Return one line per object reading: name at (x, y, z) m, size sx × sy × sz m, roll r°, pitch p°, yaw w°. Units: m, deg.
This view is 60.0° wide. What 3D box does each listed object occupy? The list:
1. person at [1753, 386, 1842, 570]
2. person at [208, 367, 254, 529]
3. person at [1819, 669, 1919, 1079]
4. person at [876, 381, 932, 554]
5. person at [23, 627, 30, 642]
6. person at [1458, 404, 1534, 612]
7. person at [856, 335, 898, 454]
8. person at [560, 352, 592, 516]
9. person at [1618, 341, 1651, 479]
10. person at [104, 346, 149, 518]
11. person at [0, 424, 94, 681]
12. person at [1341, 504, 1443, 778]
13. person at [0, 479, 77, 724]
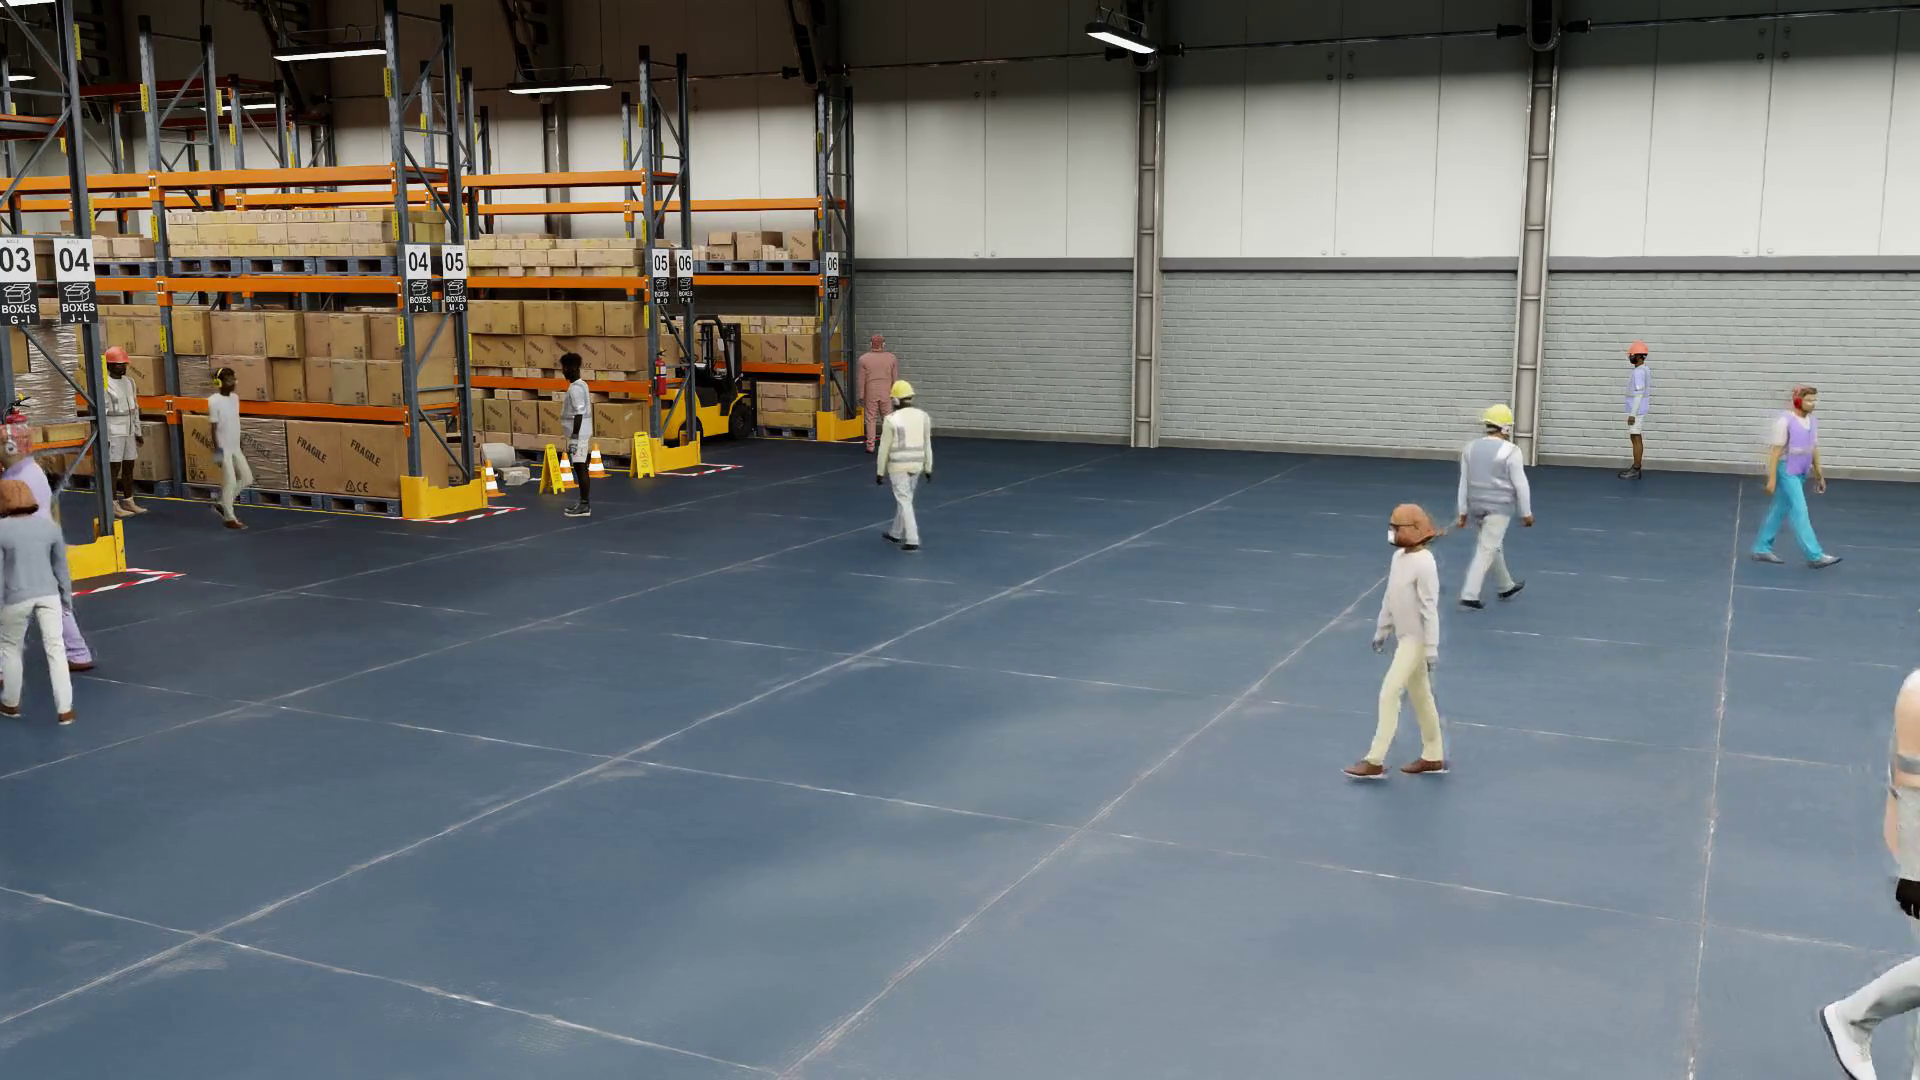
person at (8.319, -0.615, 16.412) m, size 0.594 × 1.792 × 0.950 m, roll -7°, pitch 11°, yaw -36°
person at (-8.287, -1.041, 18.875) m, size 0.415 × 1.852 × 0.545 m, roll 2°, pitch 9°, yaw 12°
person at (3.418, 1.058, 5.791) m, size 0.616 × 1.913 × 0.494 m, roll -7°, pitch 12°, yaw -38°
person at (-0.632, -0.773, 17.435) m, size 0.616 × 1.788 × 0.847 m, roll -8°, pitch 12°, yaw -41°
person at (-7.305, 0.136, 12.352) m, size 0.480 × 1.627 × 0.518 m, roll -6°, pitch 11°, yaw -31°
person at (4.668, -0.283, 14.450) m, size 0.966 × 1.778 × 0.593 m, roll -5°, pitch 11°, yaw -30°
person at (-1.330, -2.325, 26.608) m, size 0.693 × 1.902 × 0.402 m, roll -2°, pitch 10°, yaw -13°
person at (-4.590, -1.265, 19.901) m, size 0.367 × 1.965 × 0.604 m, roll -1°, pitch 9°, yaw -9°
person at (9.497, -1.822, 23.395) m, size 0.354 × 1.939 × 0.544 m, roll 5°, pitch 10°, yaw 26°
person at (-9.960, -1.277, 19.769) m, size 0.404 × 2.038 × 0.604 m, roll 2°, pitch 10°, yaw 13°
person at (-6.715, 0.105, 11.851) m, size 0.921 × 1.856 × 0.647 m, roll -6°, pitch 11°, yaw -33°
person at (2.505, 0.593, 9.609) m, size 0.750 × 1.603 × 0.523 m, roll 0°, pitch 9°, yaw -2°
person at (-6.087, 0.398, 10.871) m, size 0.718 × 1.582 × 0.528 m, roll 8°, pitch 12°, yaw 40°
